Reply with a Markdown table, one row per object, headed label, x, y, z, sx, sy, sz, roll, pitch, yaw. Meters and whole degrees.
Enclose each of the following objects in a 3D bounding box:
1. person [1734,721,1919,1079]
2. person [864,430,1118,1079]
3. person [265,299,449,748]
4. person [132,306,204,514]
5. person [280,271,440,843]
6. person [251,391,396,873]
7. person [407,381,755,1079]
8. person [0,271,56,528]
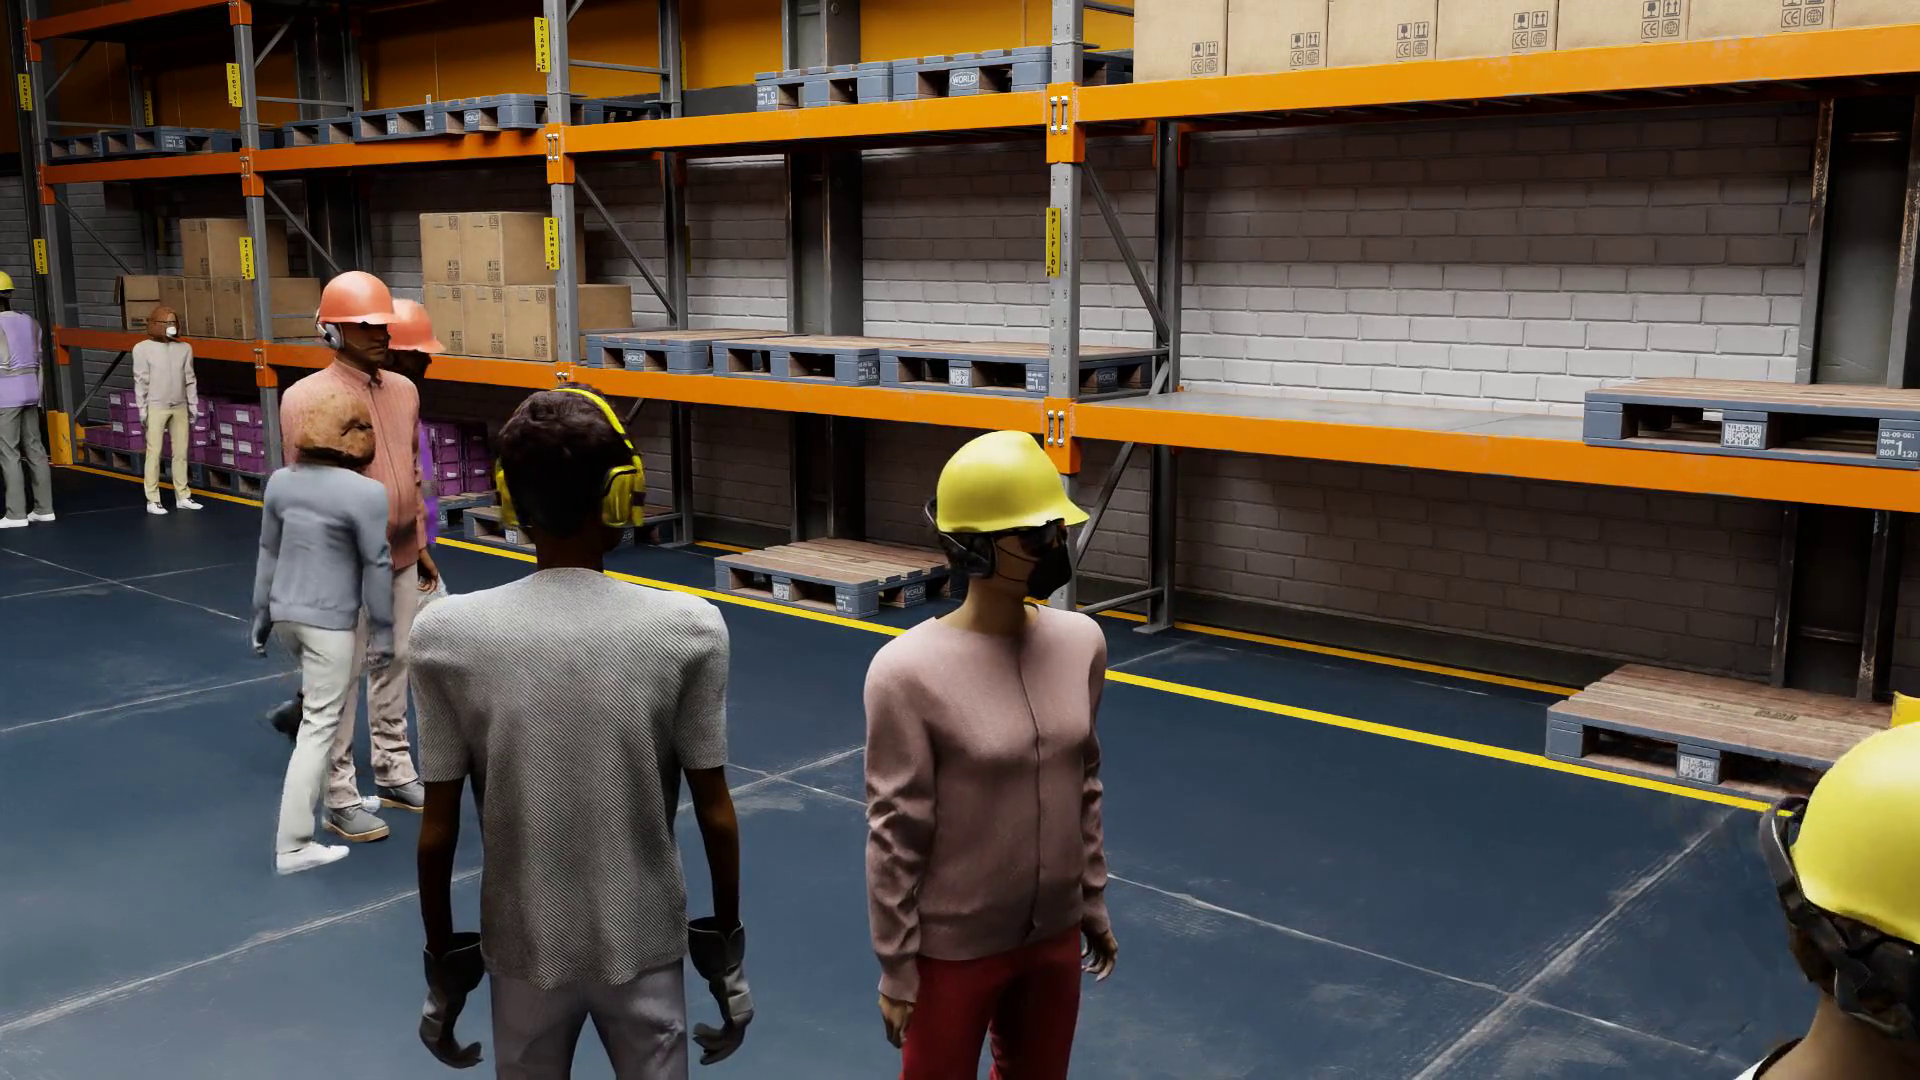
| label | x | y | z | sx | sy | sz | roll | pitch | yaw |
| --- | --- | --- | --- | --- | --- | --- | --- | --- | --- |
| person | 0.741 | 0.990 | 1.365 | 0.531 | 1.722 | 0.898 | -7 | 12 | -35 |
| person | 0.067 | 0.690 | 2.922 | 0.533 | 1.772 | 0.296 | -8 | 13 | -39 |
| person | -2.277 | 0.001 | 6.546 | 0.929 | 1.898 | 0.565 | -3 | 10 | -15 |
| person | -6.226 | -1.017 | 13.071 | 0.283 | 1.629 | 0.501 | 7 | 12 | 33 |
| person | -2.099 | 0.052 | 5.914 | 0.388 | 1.992 | 0.625 | 4 | 11 | 24 |
| person | -2.153 | 0.292 | 5.723 | 0.511 | 1.586 | 0.724 | 5 | 11 | 24 |
| person | -0.605 | 0.682 | 2.695 | 0.536 | 1.866 | 0.314 | -1 | 10 | -8 |
| person | -7.081 | -1.047 | 12.396 | 0.397 | 1.918 | 0.588 | 2 | 10 | 12 |
